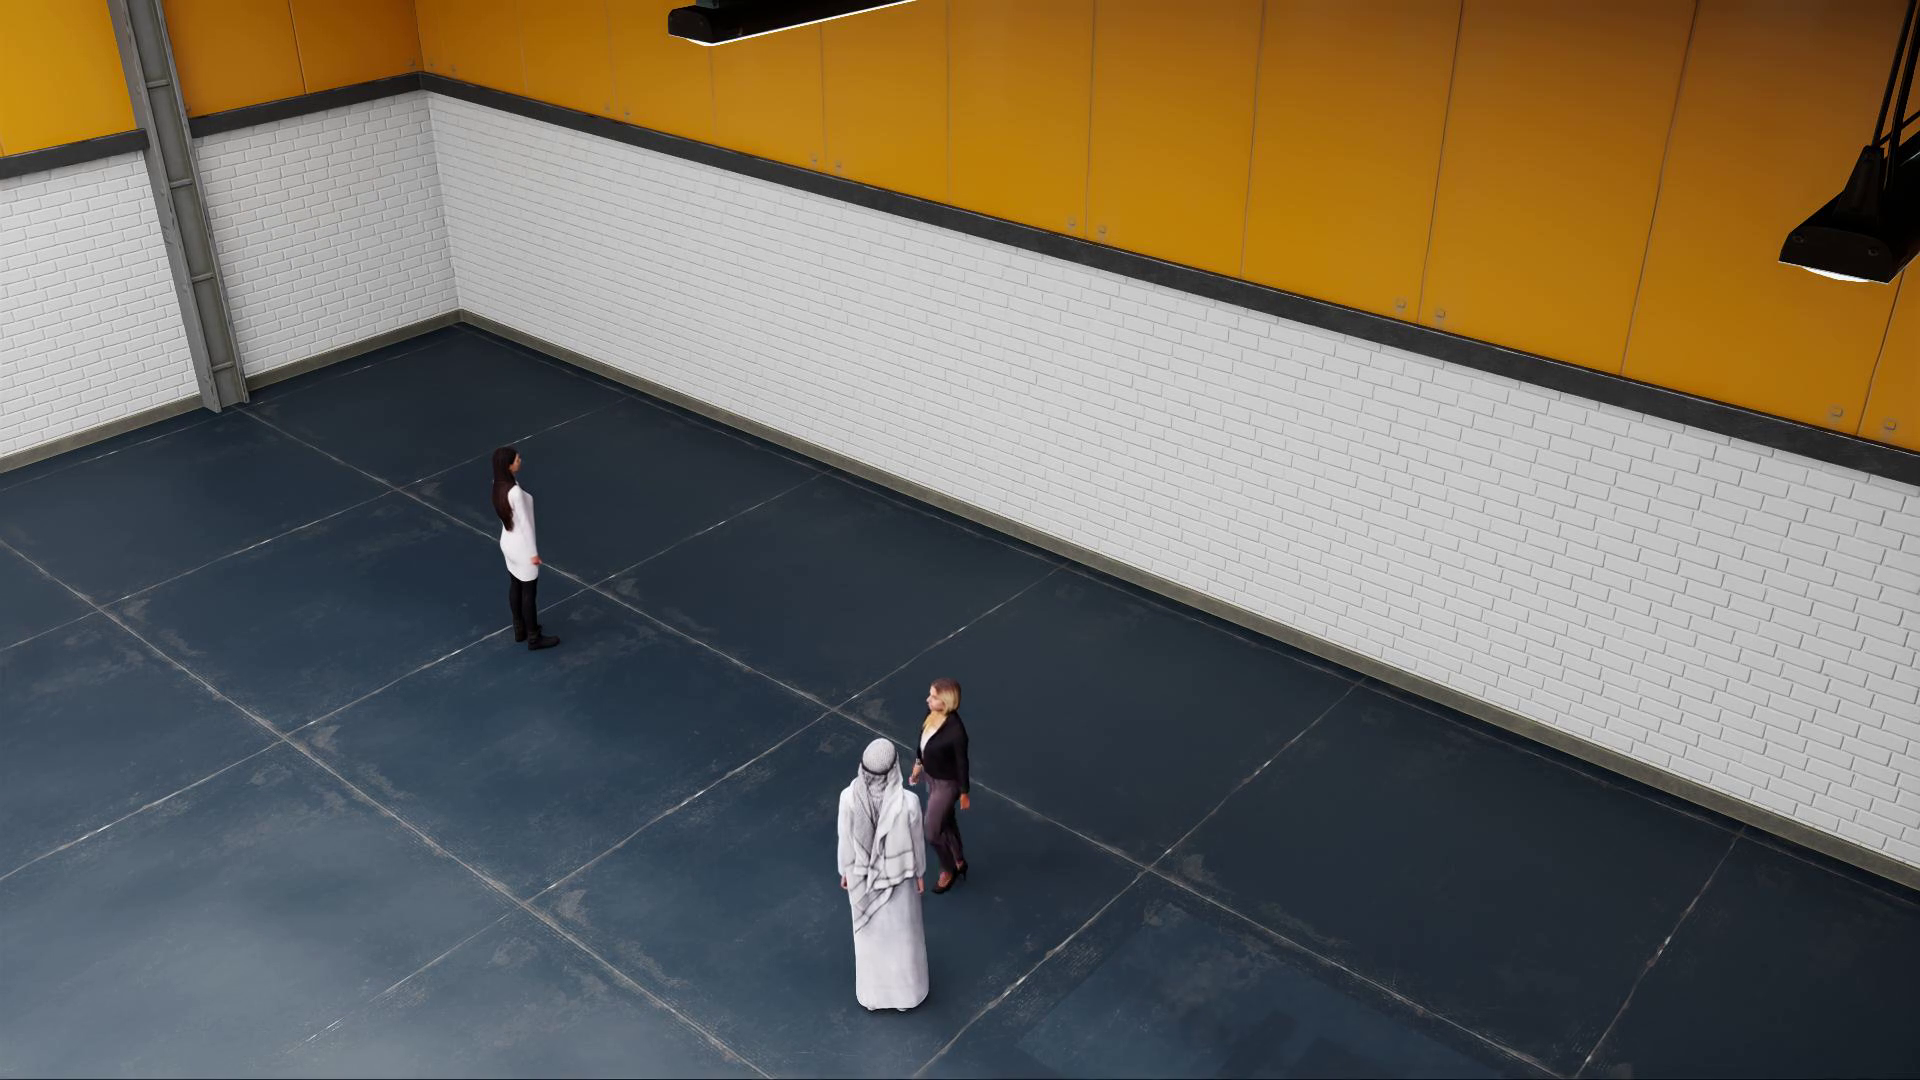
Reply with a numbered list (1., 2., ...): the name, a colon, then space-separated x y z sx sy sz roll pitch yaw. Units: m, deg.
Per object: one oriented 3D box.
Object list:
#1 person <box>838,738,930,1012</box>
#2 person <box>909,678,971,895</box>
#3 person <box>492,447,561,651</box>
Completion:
1. person: -0.462 2.005 9.917 0.804 1.925 0.825 3 29 5
2. person: -0.029 1.602 10.933 0.729 1.660 0.703 -11 31 -20
3. person: -3.617 0.063 13.598 0.581 1.809 0.637 -22 36 -35
